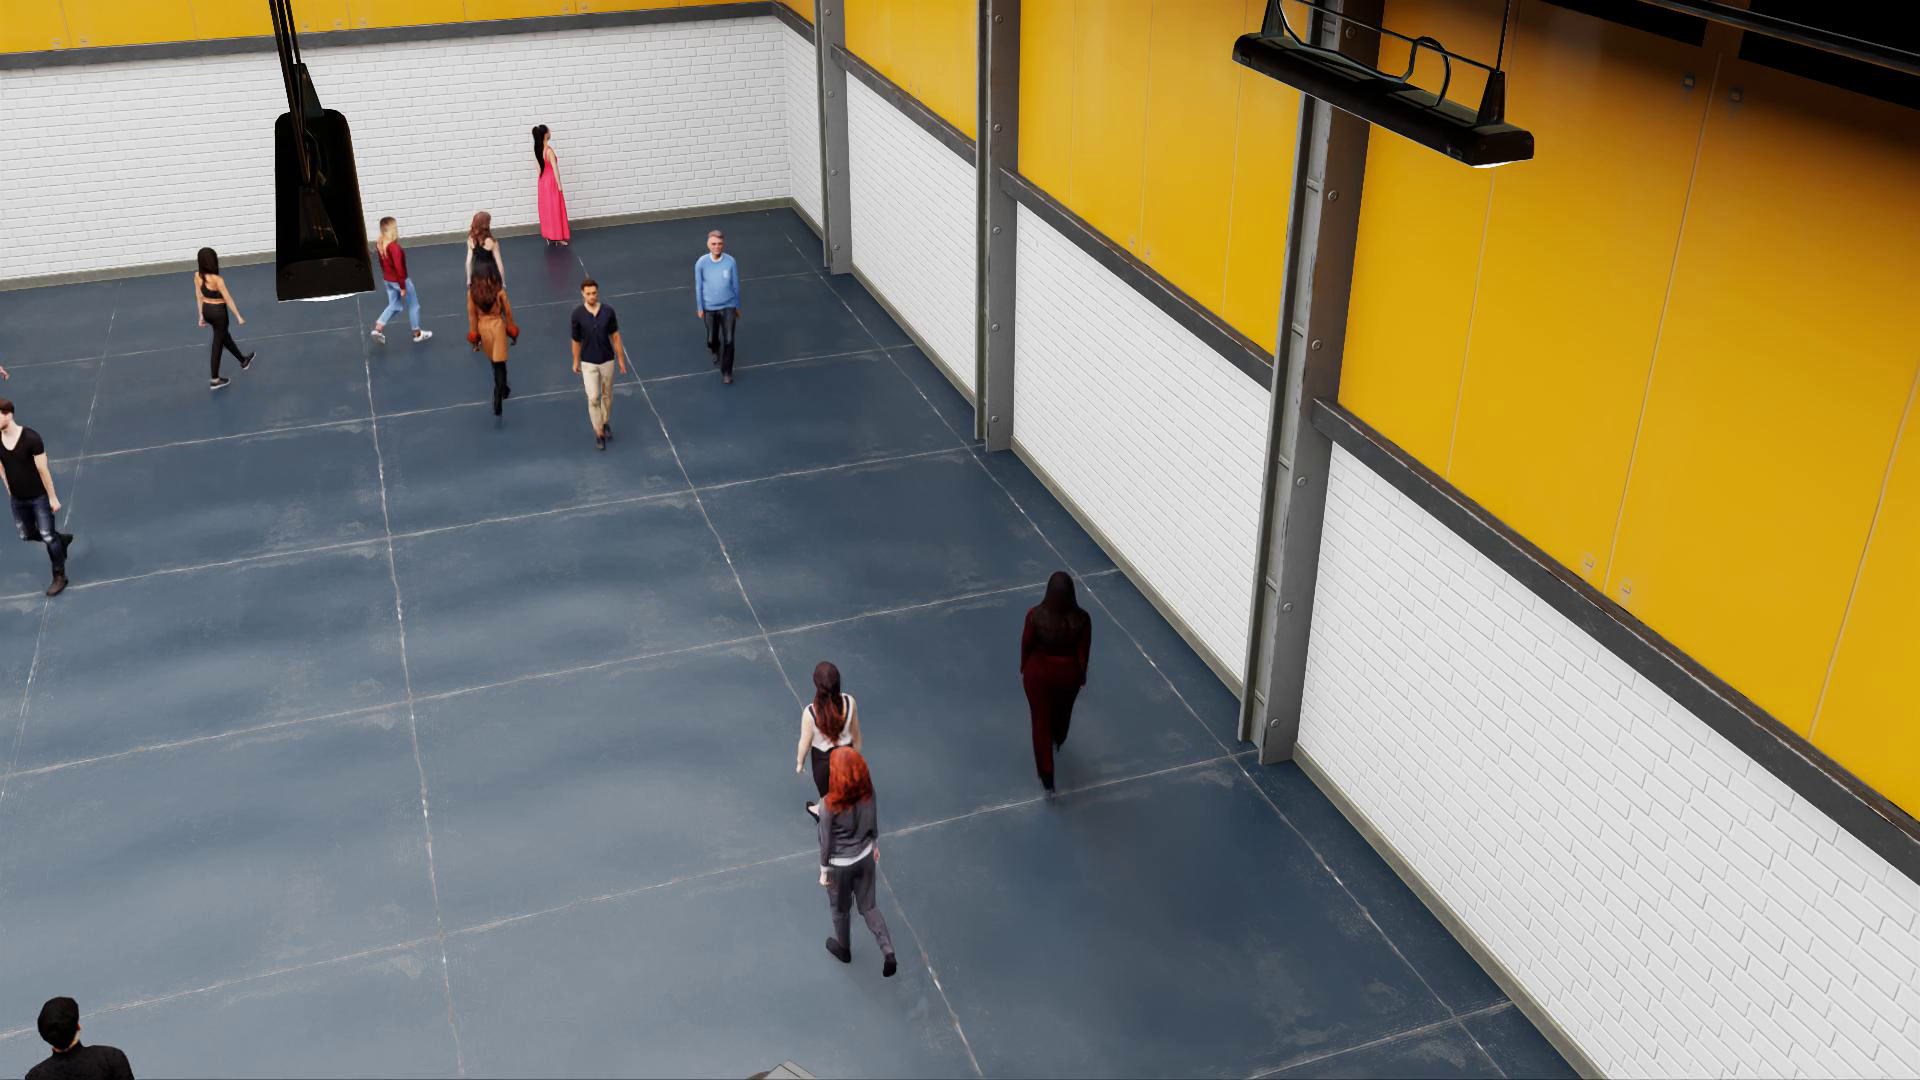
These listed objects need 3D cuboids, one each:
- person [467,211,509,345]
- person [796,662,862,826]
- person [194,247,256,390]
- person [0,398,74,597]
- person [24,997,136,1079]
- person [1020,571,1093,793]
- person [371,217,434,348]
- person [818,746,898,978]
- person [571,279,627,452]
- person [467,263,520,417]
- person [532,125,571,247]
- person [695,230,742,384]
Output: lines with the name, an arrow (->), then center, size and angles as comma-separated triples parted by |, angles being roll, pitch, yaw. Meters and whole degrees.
person -> -5.748, -3.125, 20.088 | 0.820, 1.714, 0.818 | -2, 29, -3
person -> -0.845, 1.623, 11.497 | 0.730, 1.606, 1.108 | -16, 33, -27
person -> -8.593, -2.518, 19.083 | 0.999, 1.611, 1.081 | 11, 30, 19
person -> -8.321, -0.450, 15.013 | 0.887, 1.879, 1.017 | 2, 29, 3
person -> -4.475, 3.117, 8.641 | 0.675, 1.718, 0.588 | -12, 31, -21
person -> 0.706, 1.079, 12.374 | 0.878, 1.720, 1.148 | -1, 29, -2
person -> -6.885, -3.098, 20.147 | 1.032, 1.610, 1.003 | 19, 34, 31
person -> -0.649, 2.076, 10.502 | 0.775, 1.764, 1.002 | -21, 35, -34
person -> -3.890, -1.942, 17.790 | 0.675, 1.838, 0.843 | -10, 30, -18
person -> -5.161, -2.184, 18.395 | 0.924, 1.683, 1.258 | -2, 29, -3
person -> -5.819, -5.023, 23.554 | 0.678, 1.727, 0.772 | 20, 34, 32
person -> -2.795, -2.752, 19.308 | 0.759, 1.807, 0.979 | -5, 29, -8
